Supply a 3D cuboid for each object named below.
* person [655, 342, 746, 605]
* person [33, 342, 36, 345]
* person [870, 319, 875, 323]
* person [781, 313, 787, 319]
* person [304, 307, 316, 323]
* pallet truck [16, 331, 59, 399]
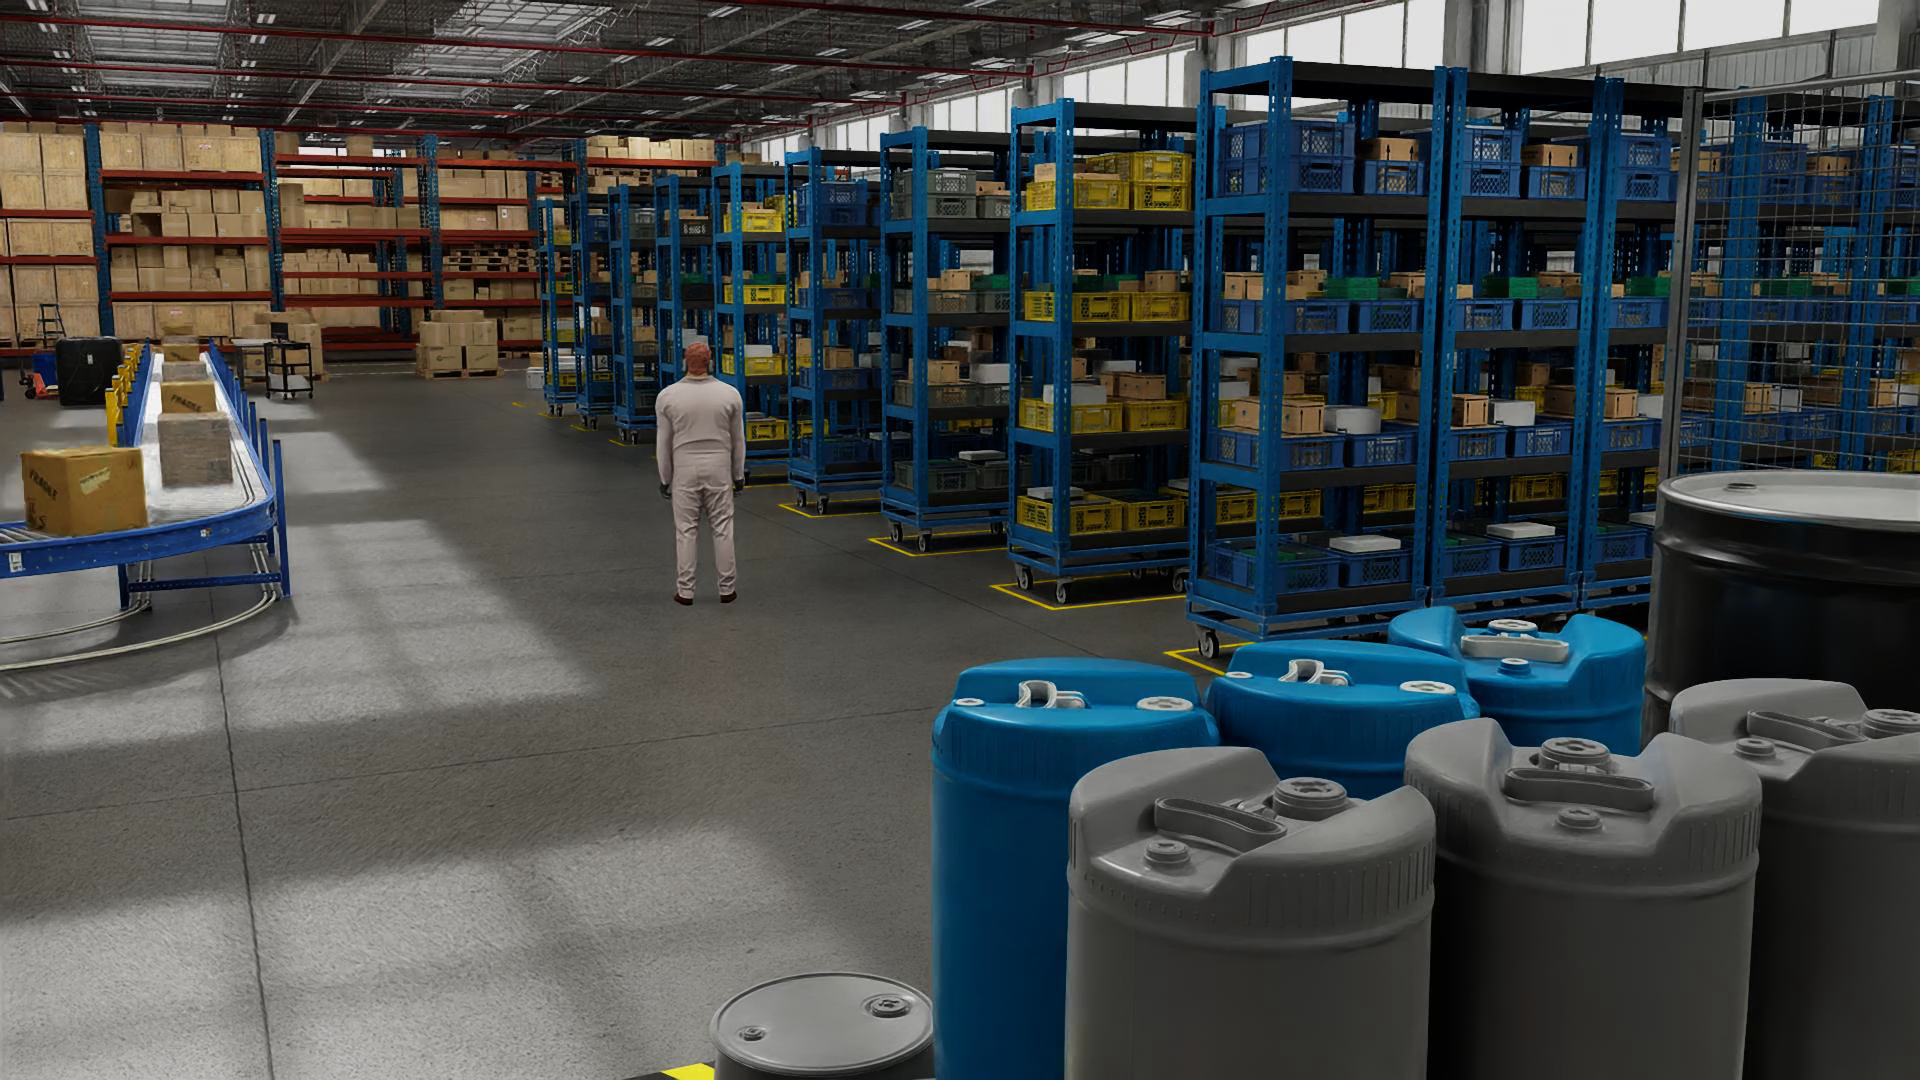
[{"bbox_3d":[-1.875,-0.476,12.058,0.642,1.909,0.408,-2,9,-15],"label":"person"},{"bbox_3d":[-24.242,-5.453,43.807,0.534,1.625,0.295,-9,13,-43],"label":"person"},{"bbox_3d":[-2.647,-6.465,49.787,0.546,1.725,0.761,8,12,39],"label":"person"},{"bbox_3d":[-4.669,-5.977,45.960,0.611,1.985,0.414,-6,11,-32],"label":"person"},{"bbox_3d":[-20.965,-7.067,53.854,0.819,1.599,0.530,-3,10,-16],"label":"person"},{"bbox_3d":[-17.082,-3.353,31.781,1.630,1.274,0.653,-4,10,-25],"label":"pallet truck"}]
